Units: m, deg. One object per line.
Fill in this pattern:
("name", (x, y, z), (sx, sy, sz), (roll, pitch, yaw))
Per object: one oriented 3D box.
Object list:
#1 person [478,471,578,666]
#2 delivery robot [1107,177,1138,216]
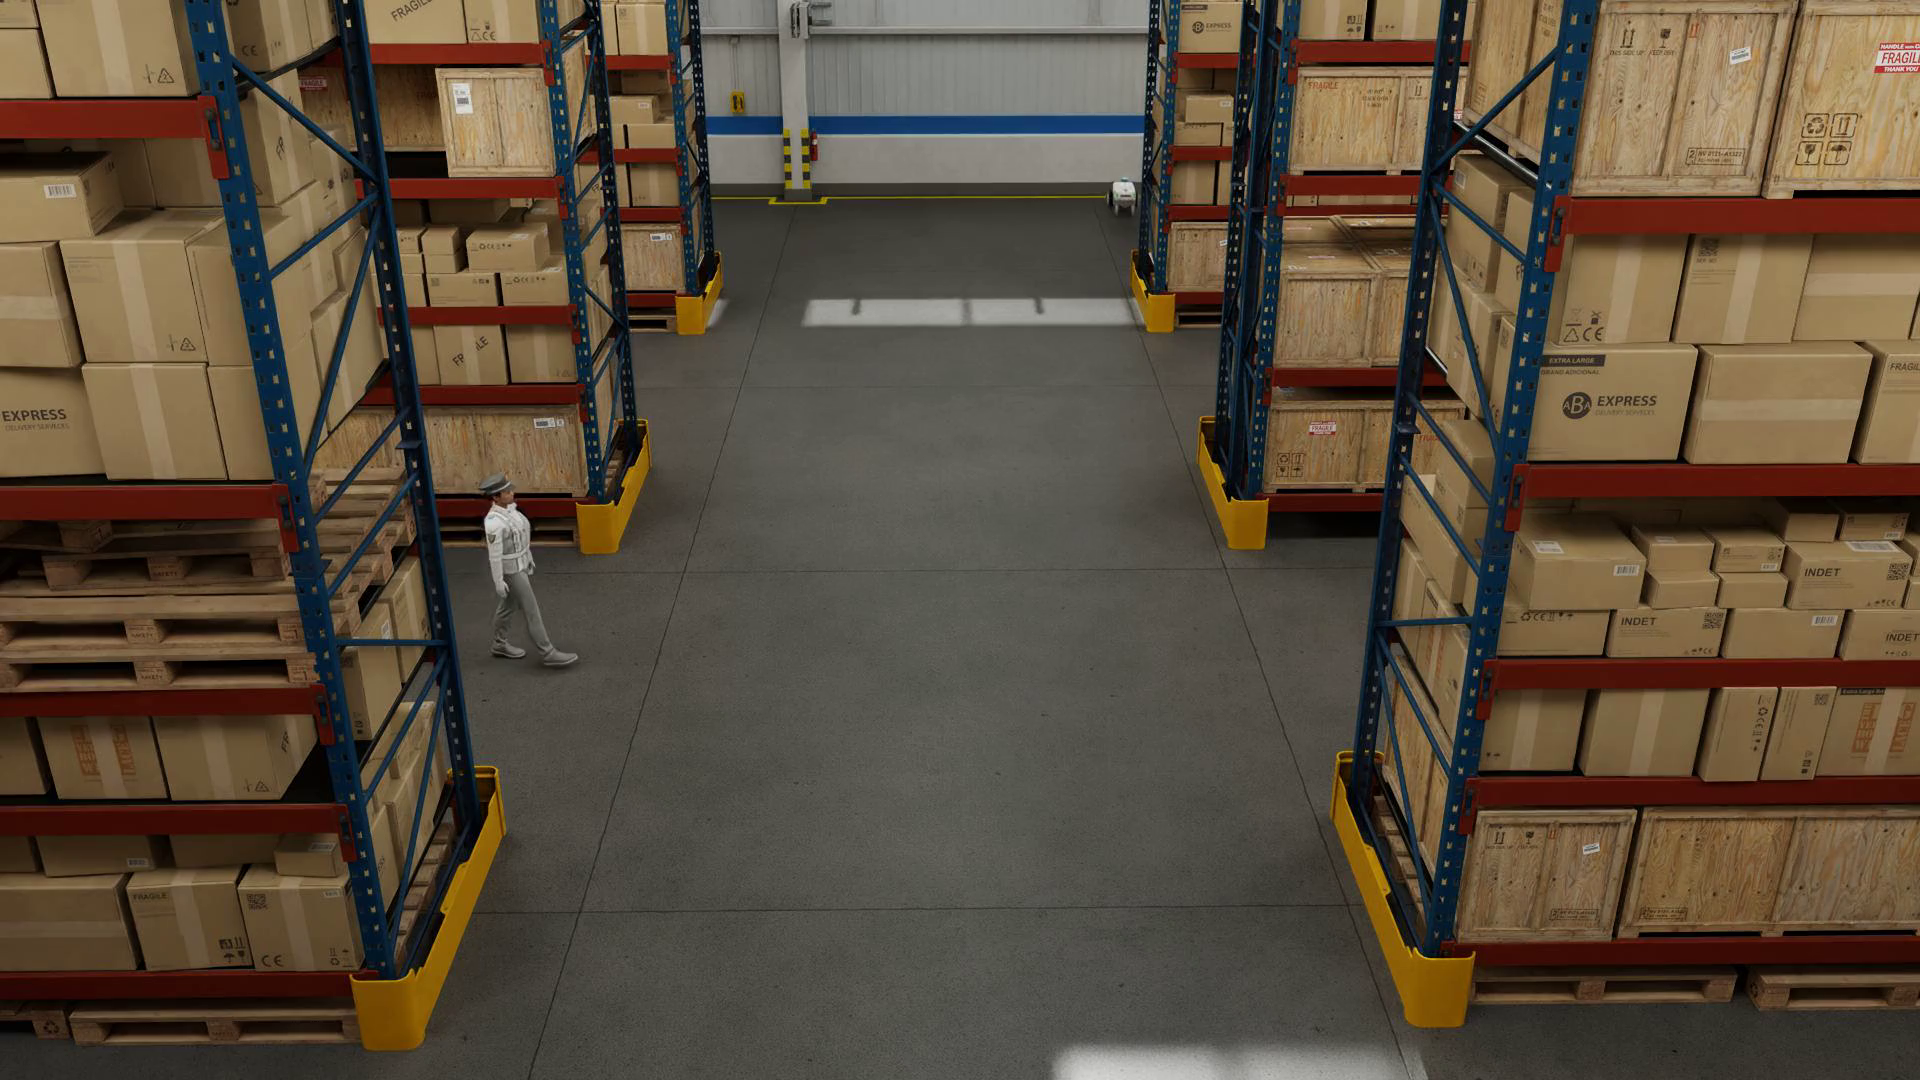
("person", (-3.526, 0.219, 13.499), (0.771, 1.675, 0.493), (1, 25, 2))
("delivery robot", (2.632, -5.669, 27.587), (0.667, 0.535, 0.716), (0, 25, 1))
